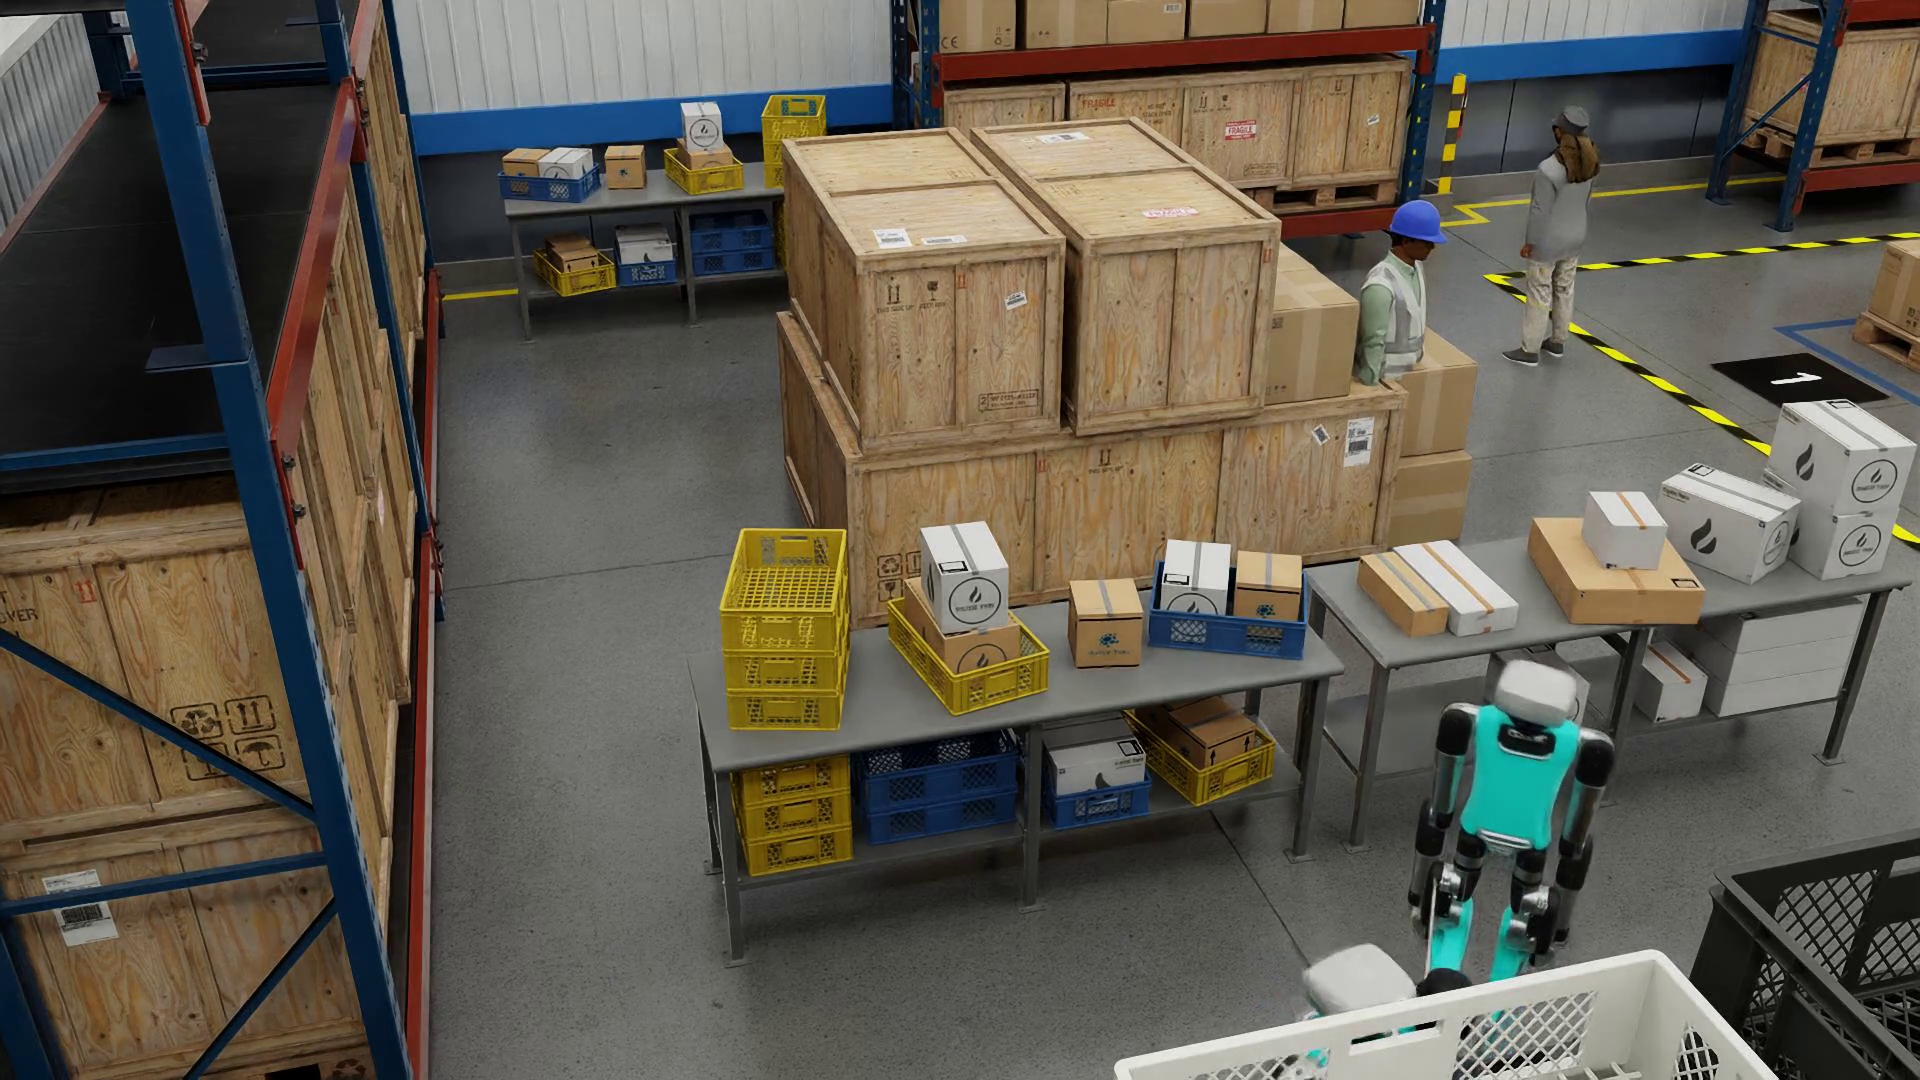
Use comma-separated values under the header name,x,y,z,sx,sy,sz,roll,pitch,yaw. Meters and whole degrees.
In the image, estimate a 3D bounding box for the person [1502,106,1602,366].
name,x,y,z,sx,sy,sz,roll,pitch,yaw
person,4.038,-2.054,11.288,0.571,1.768,0.398,-17,33,-28

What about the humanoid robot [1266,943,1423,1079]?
name,x,y,z,sx,sy,sz,roll,pitch,yaw
humanoid robot,0.817,1.720,4.529,0.539,1.837,0.715,-19,34,-31

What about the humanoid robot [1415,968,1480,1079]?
name,x,y,z,sx,sy,sz,roll,pitch,yaw
humanoid robot,1.170,1.780,4.424,0.585,1.652,0.331,7,30,12

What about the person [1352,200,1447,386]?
name,x,y,z,sx,sy,sz,roll,pitch,yaw
person,2.320,-0.899,9.023,0.411,1.939,0.602,18,34,29

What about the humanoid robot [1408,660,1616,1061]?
name,x,y,z,sx,sy,sz,roll,pitch,yaw
humanoid robot,1.668,1.289,5.281,0.544,1.802,0.830,10,30,18
